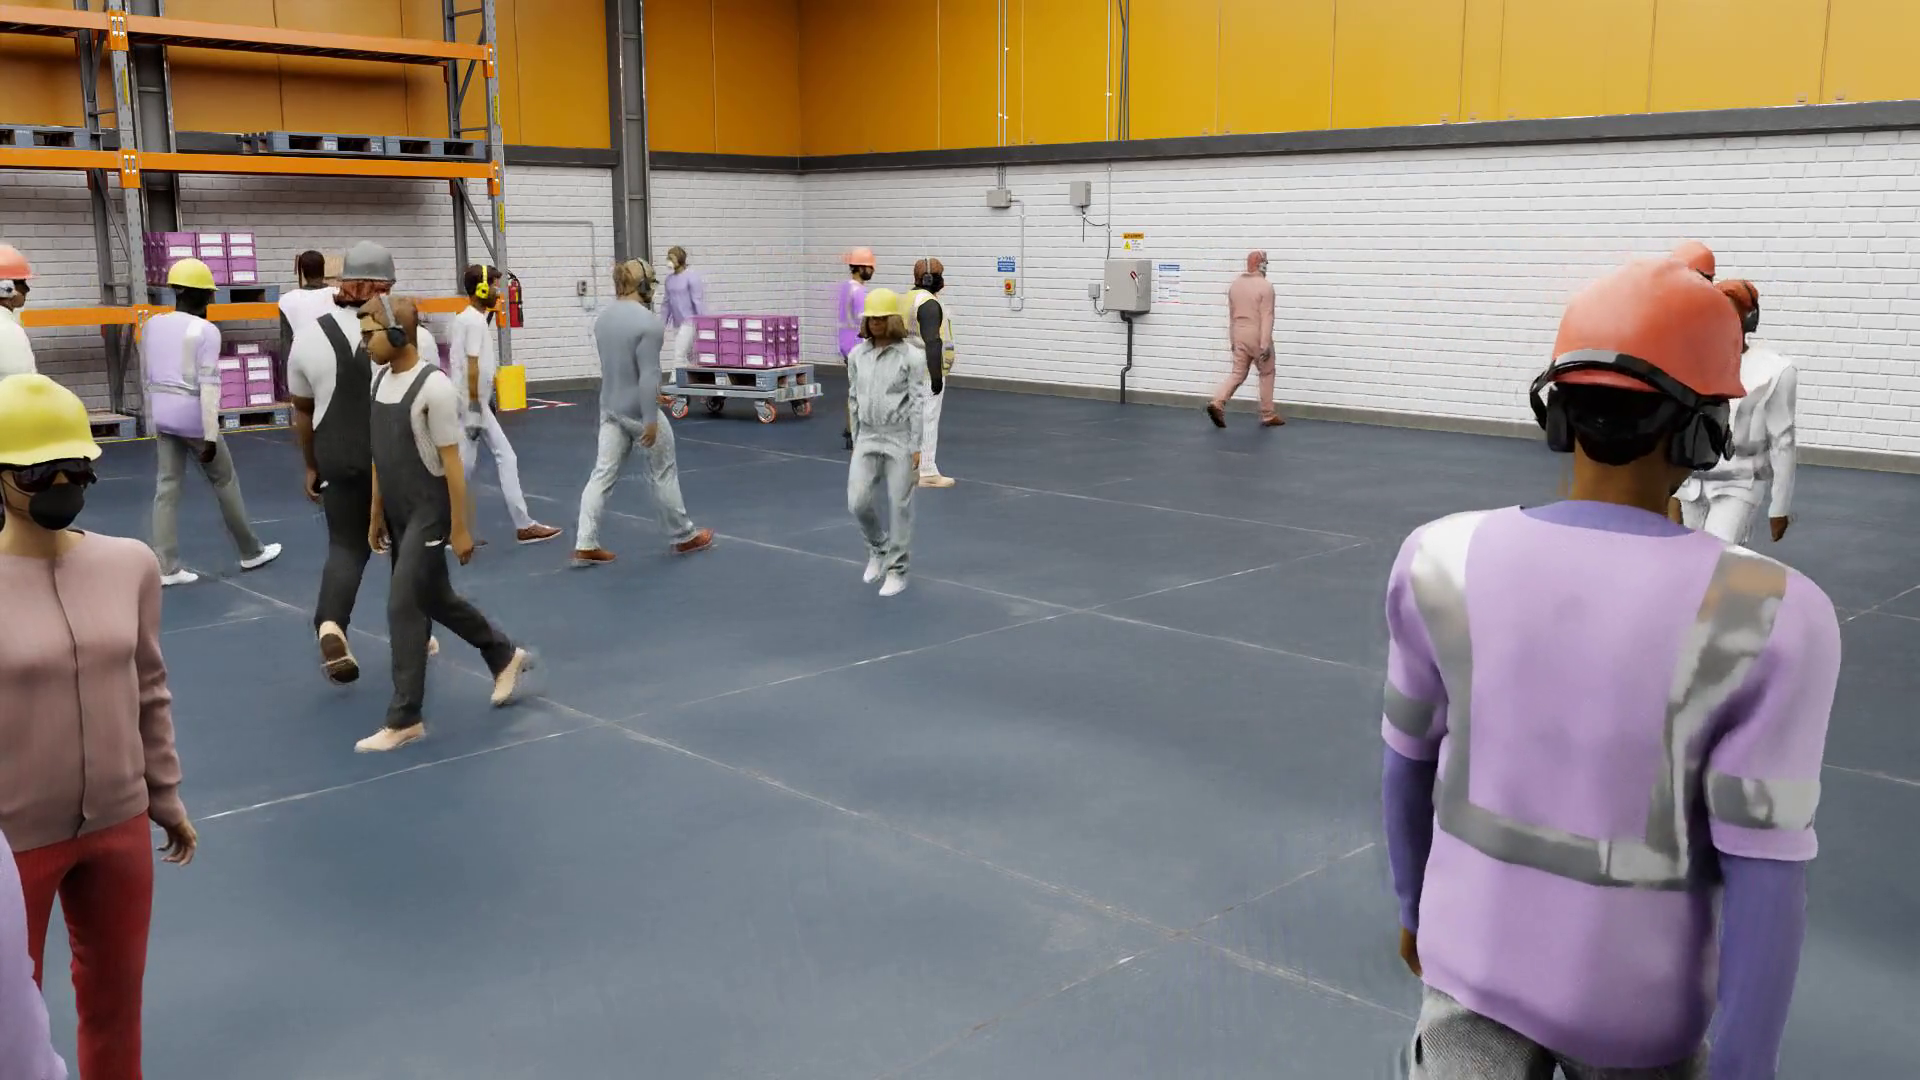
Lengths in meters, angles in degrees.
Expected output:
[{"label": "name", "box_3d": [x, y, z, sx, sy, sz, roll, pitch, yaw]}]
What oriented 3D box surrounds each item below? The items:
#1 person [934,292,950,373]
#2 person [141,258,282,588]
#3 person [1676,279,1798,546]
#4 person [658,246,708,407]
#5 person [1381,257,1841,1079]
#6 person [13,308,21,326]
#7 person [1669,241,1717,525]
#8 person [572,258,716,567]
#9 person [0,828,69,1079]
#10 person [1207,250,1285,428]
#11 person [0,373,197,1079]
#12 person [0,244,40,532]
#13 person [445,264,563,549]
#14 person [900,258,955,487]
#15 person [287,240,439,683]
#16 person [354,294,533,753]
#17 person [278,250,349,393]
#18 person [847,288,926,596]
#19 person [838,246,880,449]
[{"label": "person", "box_3d": [-0.362, -1.793, 16.551, 0.514, 1.591, 0.847, -4, 11, -22]}, {"label": "person", "box_3d": [-4.458, -0.698, 9.790, 0.590, 1.882, 0.927, 3, 11, 18]}, {"label": "person", "box_3d": [3.210, -0.194, 7.167, 0.991, 1.827, 0.585, -7, 12, -32]}, {"label": "person", "box_3d": [-3.267, -2.529, 19.749, 1.005, 1.894, 0.646, -9, 13, -39]}, {"label": "person", "box_3d": [0.901, 0.603, 2.420, 0.622, 1.989, 1.047, 7, 13, 35]}, {"label": "person", "box_3d": [-7.457, -1.254, 12.707, 0.741, 1.919, 0.644, 8, 13, 38]}, {"label": "person", "box_3d": [3.784, -0.579, 8.839, 0.623, 2.005, 1.023, 9, 14, 40]}, {"label": "person", "box_3d": [-2.007, -0.782, 10.266, 0.645, 1.893, 0.997, 9, 14, 40]}, {"label": "person", "box_3d": [-1.077, 0.814, 1.489, 0.639, 1.903, 0.406, -2, 11, -10]}, {"label": "person", "box_3d": [3.048, -2.113, 17.527, 0.888, 1.879, 0.645, -7, 13, -34]}, {"label": "person", "box_3d": [-1.735, 0.563, 3.224, 0.322, 1.769, 0.523, 6, 12, 30]}, {"label": "person", "box_3d": [-4.898, -0.510, 8.497, 0.624, 1.976, 0.574, 10, 14, 44]}, {"label": "person", "box_3d": [-3.023, -0.862, 10.817, 0.891, 1.827, 0.534, -5, 12, -27]}, {"label": "person", "box_3d": [-0.257, -1.353, 13.467, 0.429, 1.842, 0.636, -3, 11, -18]}, {"label": "person", "box_3d": [-2.693, -0.371, 7.570, 0.689, 2.000, 0.862, 0, 10, 1]}, {"label": "person", "box_3d": [-2.143, -0.105, 6.813, 0.513, 1.814, 0.888, 9, 14, 42]}, {"label": "person", "box_3d": [-5.177, -1.389, 13.485, 0.615, 1.903, 0.457, -3, 11, -17]}, {"label": "person", "box_3d": [-0.420, -0.541, 9.336, 0.486, 1.733, 0.364, 4, 11, 20]}, {"label": "person", "box_3d": [-0.924, -1.804, 15.714, 0.438, 1.917, 0.564, -4, 11, -19]}]
